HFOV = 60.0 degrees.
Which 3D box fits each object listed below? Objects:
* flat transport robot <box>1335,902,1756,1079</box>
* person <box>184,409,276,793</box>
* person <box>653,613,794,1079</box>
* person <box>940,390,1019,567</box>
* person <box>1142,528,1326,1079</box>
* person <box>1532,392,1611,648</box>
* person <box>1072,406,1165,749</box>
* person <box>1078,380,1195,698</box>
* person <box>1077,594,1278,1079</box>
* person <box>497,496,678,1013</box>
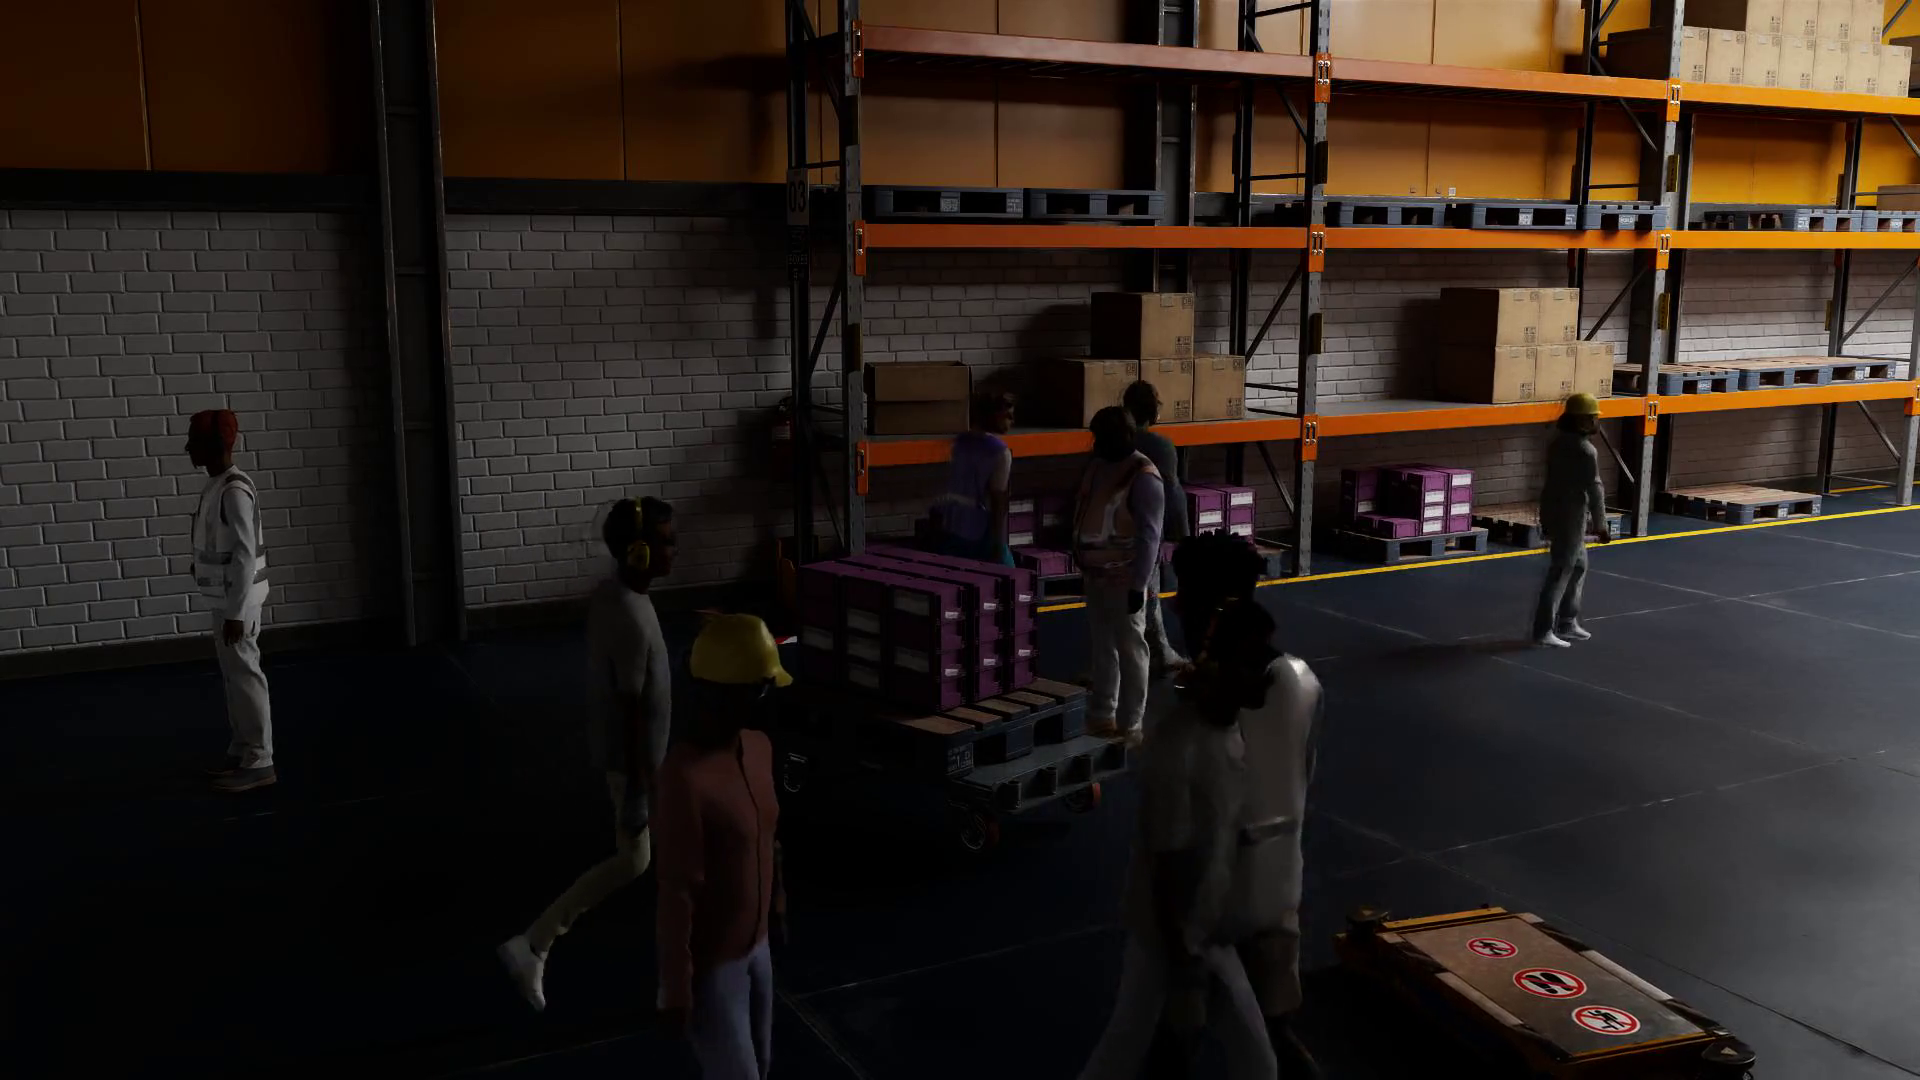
[{"bbox_3d":[1.922,1.550,5.611,0.652,0.197,1.431,-3,10,-18],"label":"flat transport robot"},{"bbox_3d":[-3.598,0.298,8.199,0.346,1.880,0.597,-7,12,-33],"label":"person"},{"bbox_3d":[-0.620,1.043,4.244,0.427,1.751,0.551,3,10,18],"label":"person"},{"bbox_3d":[0.188,-0.021,10.210,0.768,1.804,0.619,-8,13,-40],"label":"person"},{"bbox_3d":[0.747,0.935,4.367,0.602,1.933,0.888,-6,12,-33],"label":"person"},{"bbox_3d":[4.124,-0.122,11.083,0.652,1.722,0.495,-1,10,-7],"label":"person"},{"bbox_3d":[0.816,0.200,8.885,0.430,1.838,0.619,-5,11,-24],"label":"person"},{"bbox_3d":[1.066,-0.007,9.963,1.038,1.890,0.638,-6,11,-30],"label":"person"},{"bbox_3d":[0.638,1.018,4.256,1.002,1.801,0.538,7,12,35],"label":"person"},{"bbox_3d":[-1.177,0.758,5.660,0.733,1.844,0.519,-5,11,-26],"label":"person"}]
